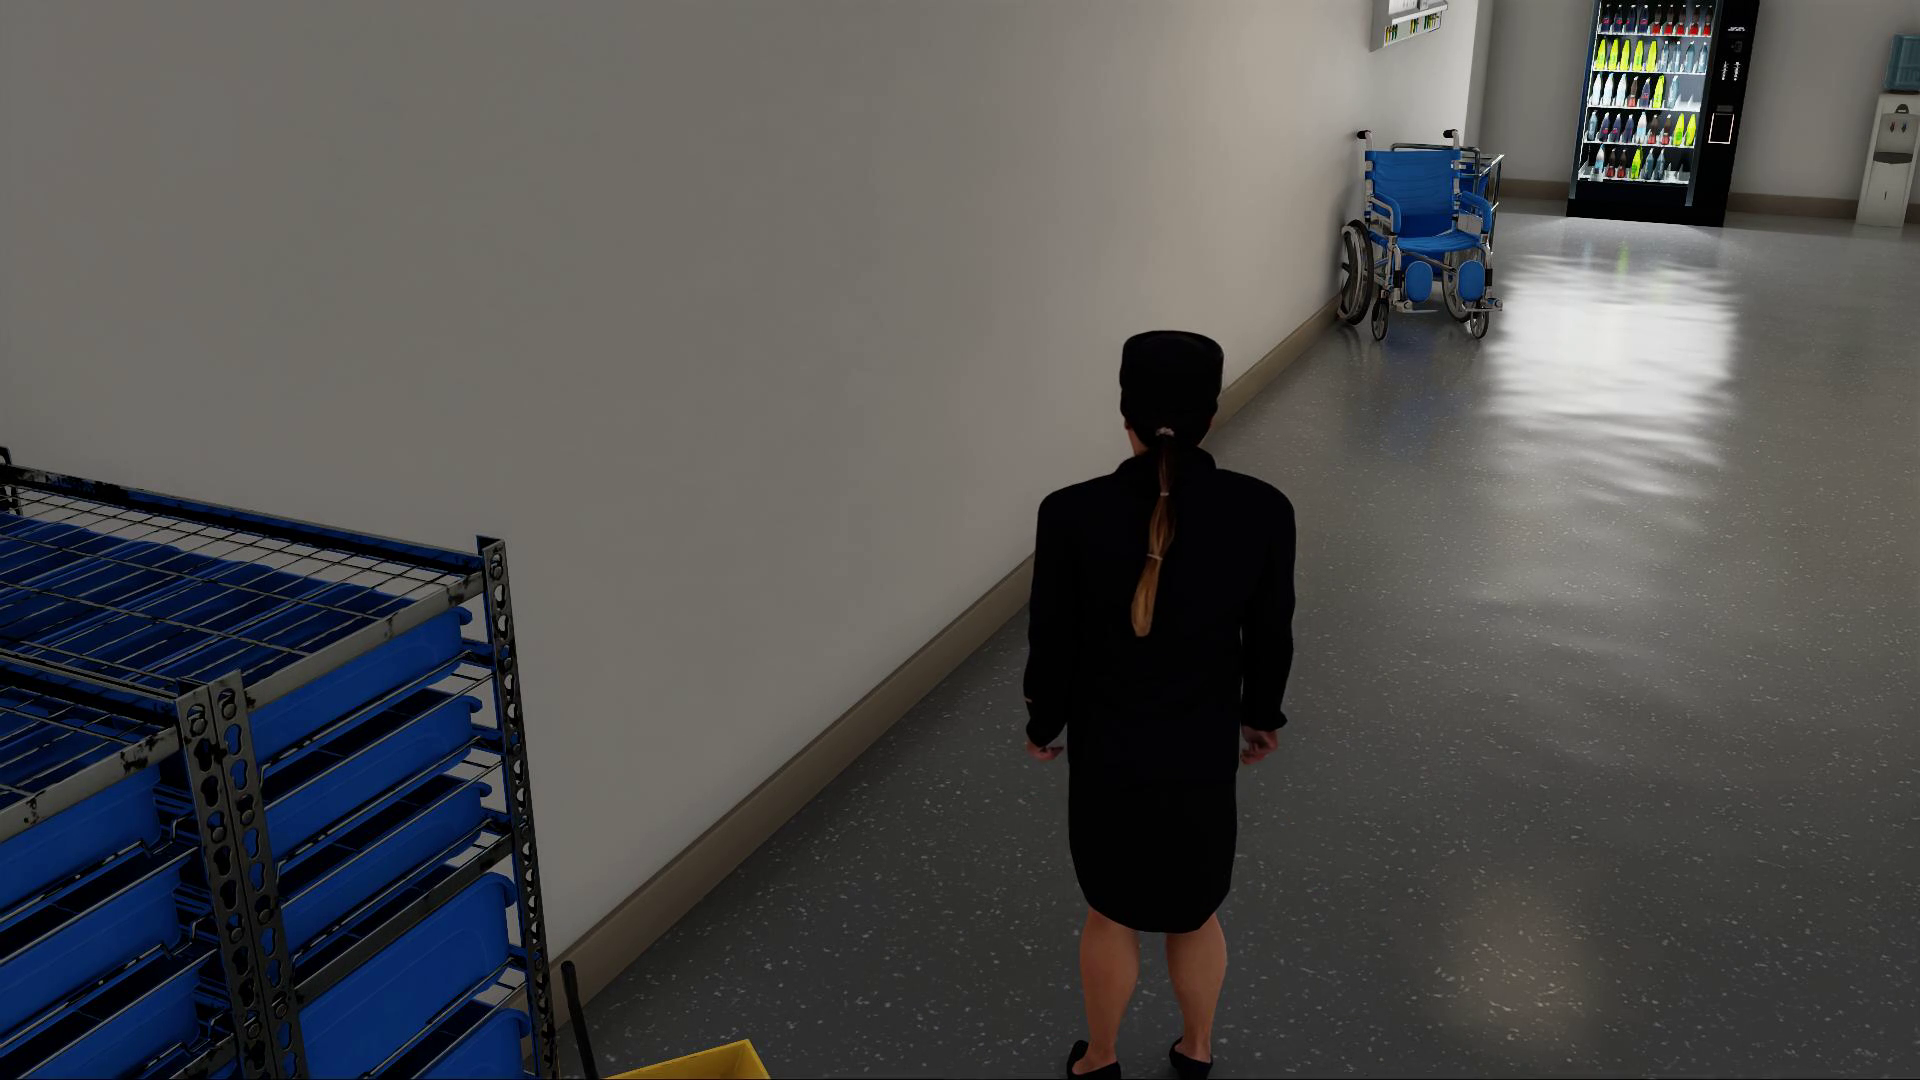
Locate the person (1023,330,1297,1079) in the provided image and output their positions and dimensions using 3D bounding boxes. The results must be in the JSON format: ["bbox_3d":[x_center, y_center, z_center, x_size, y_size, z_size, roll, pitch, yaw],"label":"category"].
[{"bbox_3d":[0.384,0.413,3.351,0.748,1.671,0.864,-2,21,-4],"label":"person"}]
